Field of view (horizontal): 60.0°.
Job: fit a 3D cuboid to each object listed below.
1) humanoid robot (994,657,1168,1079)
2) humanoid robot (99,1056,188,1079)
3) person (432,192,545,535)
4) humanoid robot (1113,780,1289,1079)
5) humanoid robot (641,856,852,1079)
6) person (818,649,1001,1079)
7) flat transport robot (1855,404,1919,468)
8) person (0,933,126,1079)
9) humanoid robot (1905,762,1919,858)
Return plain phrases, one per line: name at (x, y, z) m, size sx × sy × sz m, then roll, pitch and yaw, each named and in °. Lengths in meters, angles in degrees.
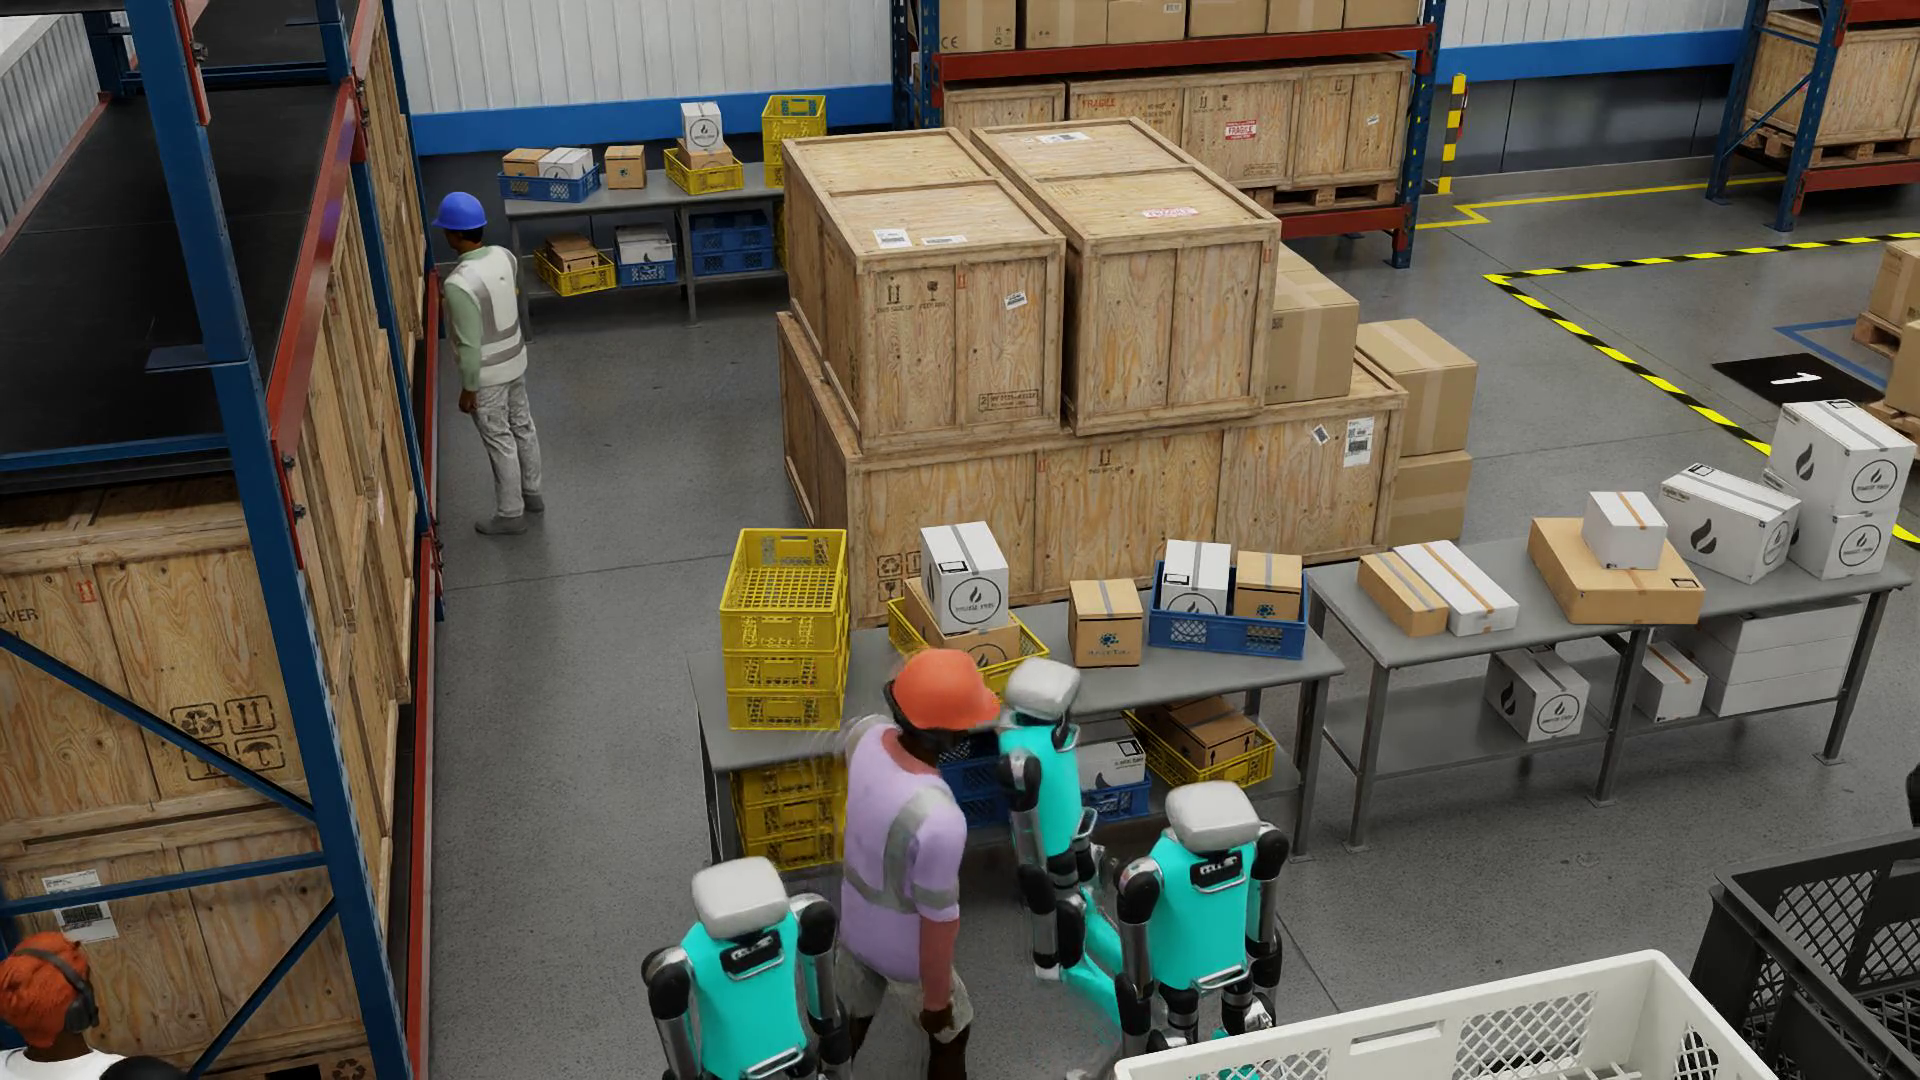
humanoid robot at (0.508, 1.231, 5.374) m, size 0.818 × 1.795 × 0.564 m, roll 7°, pitch 30°, yaw 13°
humanoid robot at (-1.882, 1.914, 4.189) m, size 0.585 × 1.643 × 0.587 m, roll 1°, pitch 29°, yaw 1°
person at (-2.576, -0.947, 9.096) m, size 0.400 × 1.948 × 0.604 m, roll 7°, pitch 30°, yaw 12°
humanoid robot at (0.778, 1.532, 4.709) m, size 0.531 × 1.691 × 0.734 m, roll -13°, pitch 31°, yaw -22°
humanoid robot at (-0.443, 1.689, 4.460) m, size 0.543 × 1.732 × 0.701 m, roll -17°, pitch 33°, yaw -28°
person at (-0.172, 1.203, 5.157) m, size 0.710 × 2.005 × 0.618 m, roll -18°, pitch 34°, yaw -29°
flat transport robot at (6.099, -0.544, 10.075) m, size 0.652 × 0.197 × 1.431 m, roll -17°, pitch 33°, yaw -28°
person at (-2.112, 1.762, 4.245) m, size 0.574 × 1.883 × 0.356 m, roll 2°, pitch 29°, yaw 5°
humanoid robot at (3.949, 0.707, 6.380) m, size 0.446 × 1.644 × 0.585 m, roll 3°, pitch 29°, yaw 6°
